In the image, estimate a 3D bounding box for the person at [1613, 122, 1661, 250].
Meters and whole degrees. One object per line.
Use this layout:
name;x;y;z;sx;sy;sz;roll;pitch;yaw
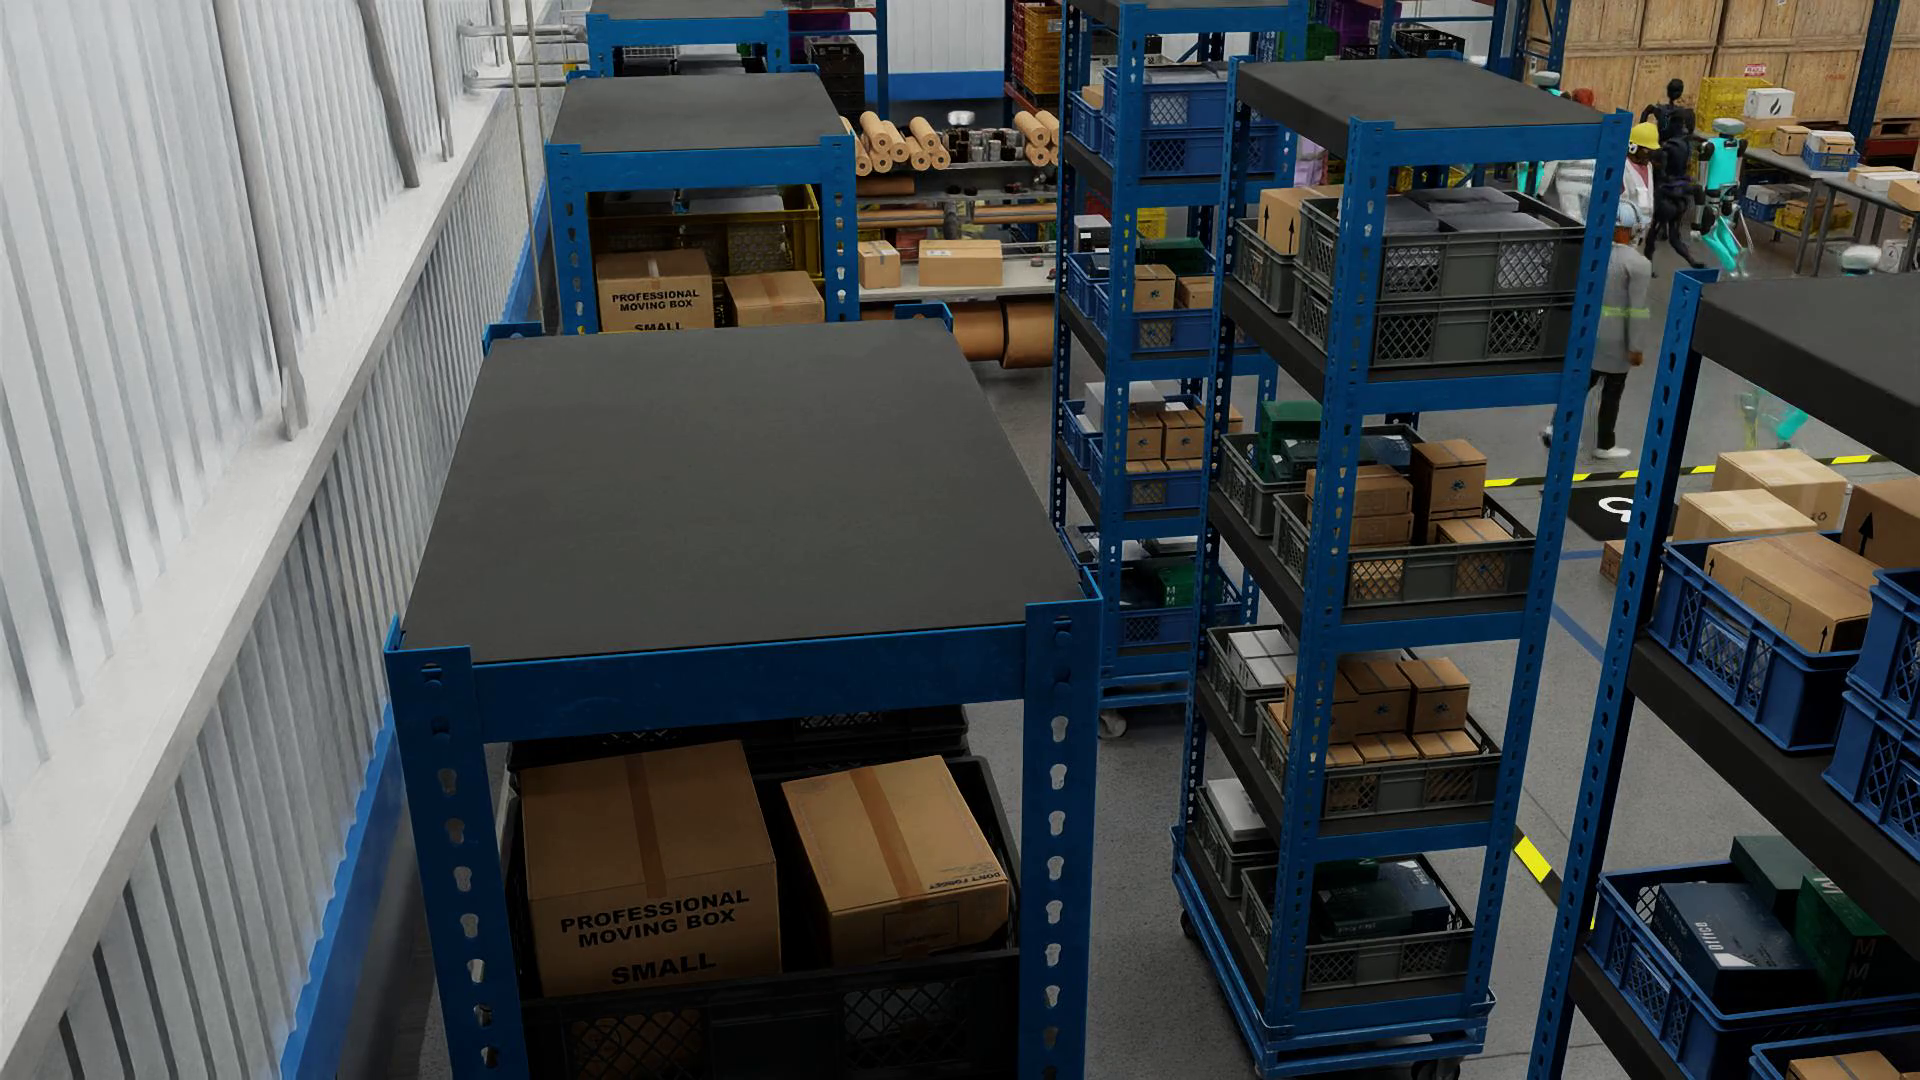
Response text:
person;5.652;-2.624;14.138;0.586;1.827;0.404;-21;32;-38

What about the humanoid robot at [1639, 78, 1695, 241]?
humanoid robot;7.180;-3.900;17.084;0.589;1.657;0.338;10;26;20

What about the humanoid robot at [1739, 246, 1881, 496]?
humanoid robot;5.551;-1.101;10.960;1.047;1.748;0.548;16;29;30

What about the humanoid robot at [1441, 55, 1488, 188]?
humanoid robot;5.470;-4.398;18.079;0.545;1.757;0.727;2;25;4

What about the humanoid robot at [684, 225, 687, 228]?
humanoid robot;-2.347;-2.075;13.111;0.608;1.650;0.364;-8;26;-17

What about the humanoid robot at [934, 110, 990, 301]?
humanoid robot;0.034;-3.071;15.136;0.530;1.735;0.705;2;25;5

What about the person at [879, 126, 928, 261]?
person;-0.432;-2.331;13.336;0.361;1.964;0.612;9;26;19

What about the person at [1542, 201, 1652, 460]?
person;4.463;-1.419;11.511;0.621;1.841;0.618;-12;27;-24

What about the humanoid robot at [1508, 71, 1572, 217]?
humanoid robot;5.739;-3.771;16.738;0.535;1.757;0.925;14;28;27

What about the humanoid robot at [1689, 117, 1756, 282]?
humanoid robot;6.690;-2.744;14.434;0.534;1.745;0.697;-13;28;-26

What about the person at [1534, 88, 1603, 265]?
person;5.731;-3.306;15.619;0.592;1.828;0.993;-9;26;-19

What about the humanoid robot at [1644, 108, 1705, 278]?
humanoid robot;6.760;-3.230;15.672;0.612;1.635;0.659;-22;33;-39

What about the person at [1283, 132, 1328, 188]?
person;3.190;-3.335;15.440;0.604;2.034;0.384;-13;28;-25

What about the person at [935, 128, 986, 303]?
person;0.009;-2.498;13.847;0.430;1.845;0.619;6;25;13
